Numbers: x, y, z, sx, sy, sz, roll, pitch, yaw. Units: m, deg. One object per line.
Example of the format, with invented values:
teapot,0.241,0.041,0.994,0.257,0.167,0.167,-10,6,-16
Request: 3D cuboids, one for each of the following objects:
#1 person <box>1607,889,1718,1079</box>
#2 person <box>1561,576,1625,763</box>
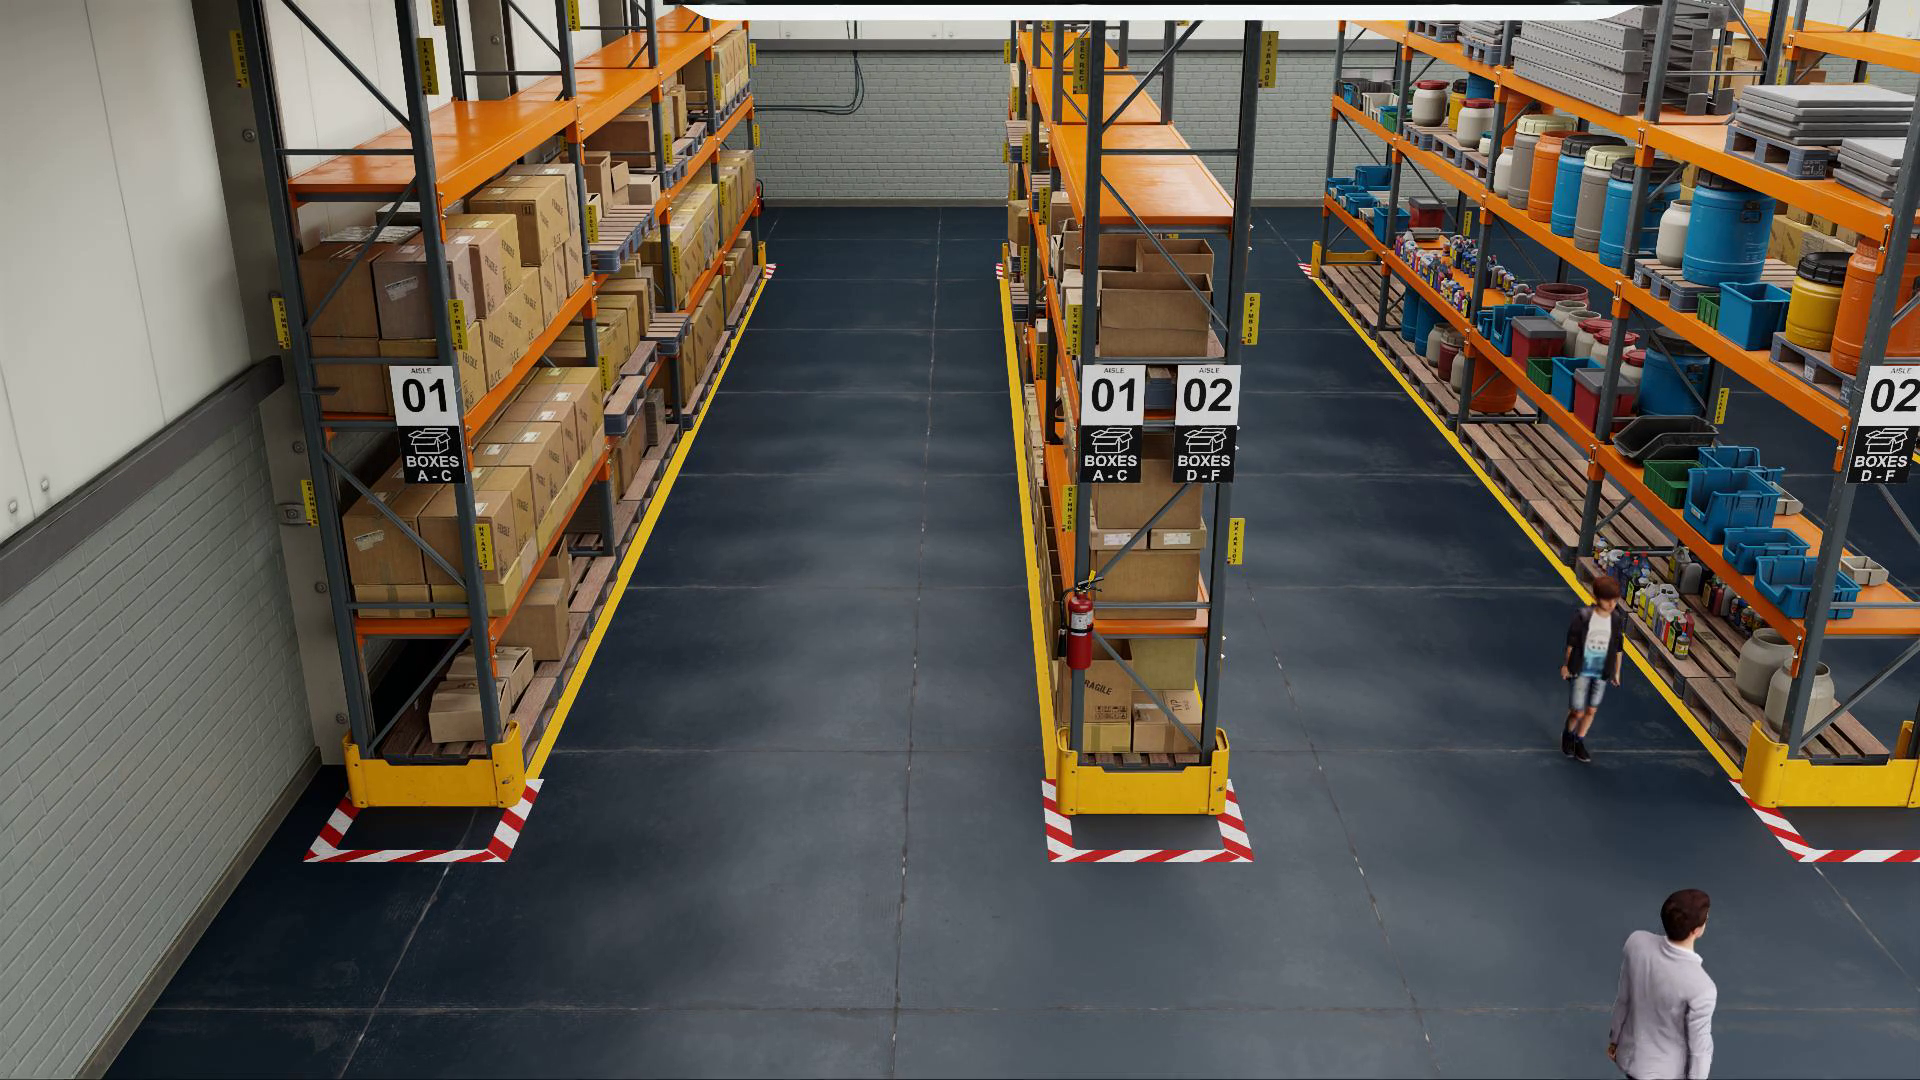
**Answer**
person,3.172,2.462,7.753,1.000,1.833,1.133,-8,24,-19
person,4.551,0.906,12.074,0.560,1.441,0.550,-1,22,-3
